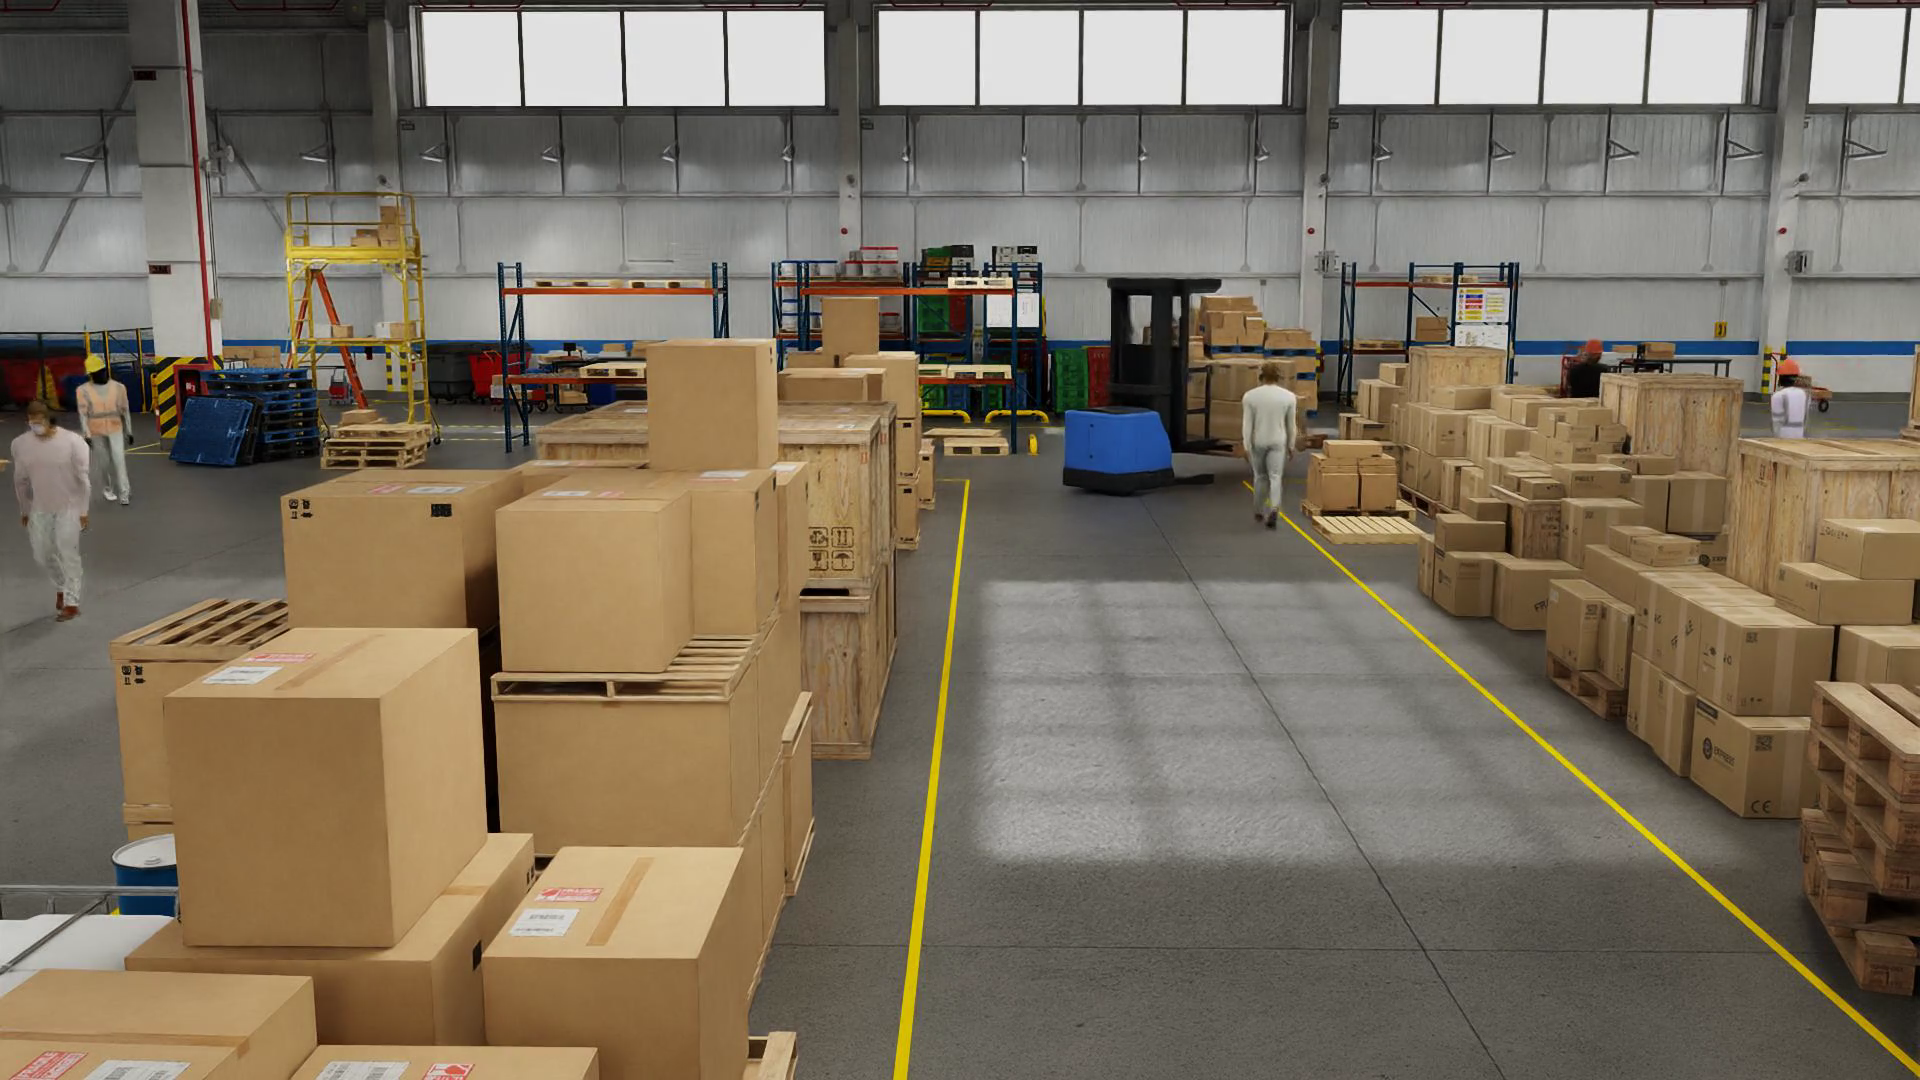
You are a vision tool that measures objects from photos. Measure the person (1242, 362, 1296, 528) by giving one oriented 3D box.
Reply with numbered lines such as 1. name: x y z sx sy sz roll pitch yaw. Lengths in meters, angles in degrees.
1. person: 3.564 -1.096 19.168 0.632 1.910 0.925 1 10 4

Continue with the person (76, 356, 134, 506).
1. person: -10.757 -1.383 20.961 0.618 1.875 0.944 -6 11 -31

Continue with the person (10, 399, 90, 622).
1. person: -7.673 -0.261 14.122 0.635 1.911 0.514 -1 10 -6

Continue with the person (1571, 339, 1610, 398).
1. person: 8.781 -1.813 23.195 0.621 1.974 0.427 -2 10 -9

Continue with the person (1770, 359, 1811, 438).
1. person: 9.756 -1.152 19.466 0.554 1.913 0.831 -3 10 -18

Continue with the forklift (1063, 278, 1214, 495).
1. forklift: 2.377 -2.095 22.183 1.873 2.768 1.129 -8 12 -40
